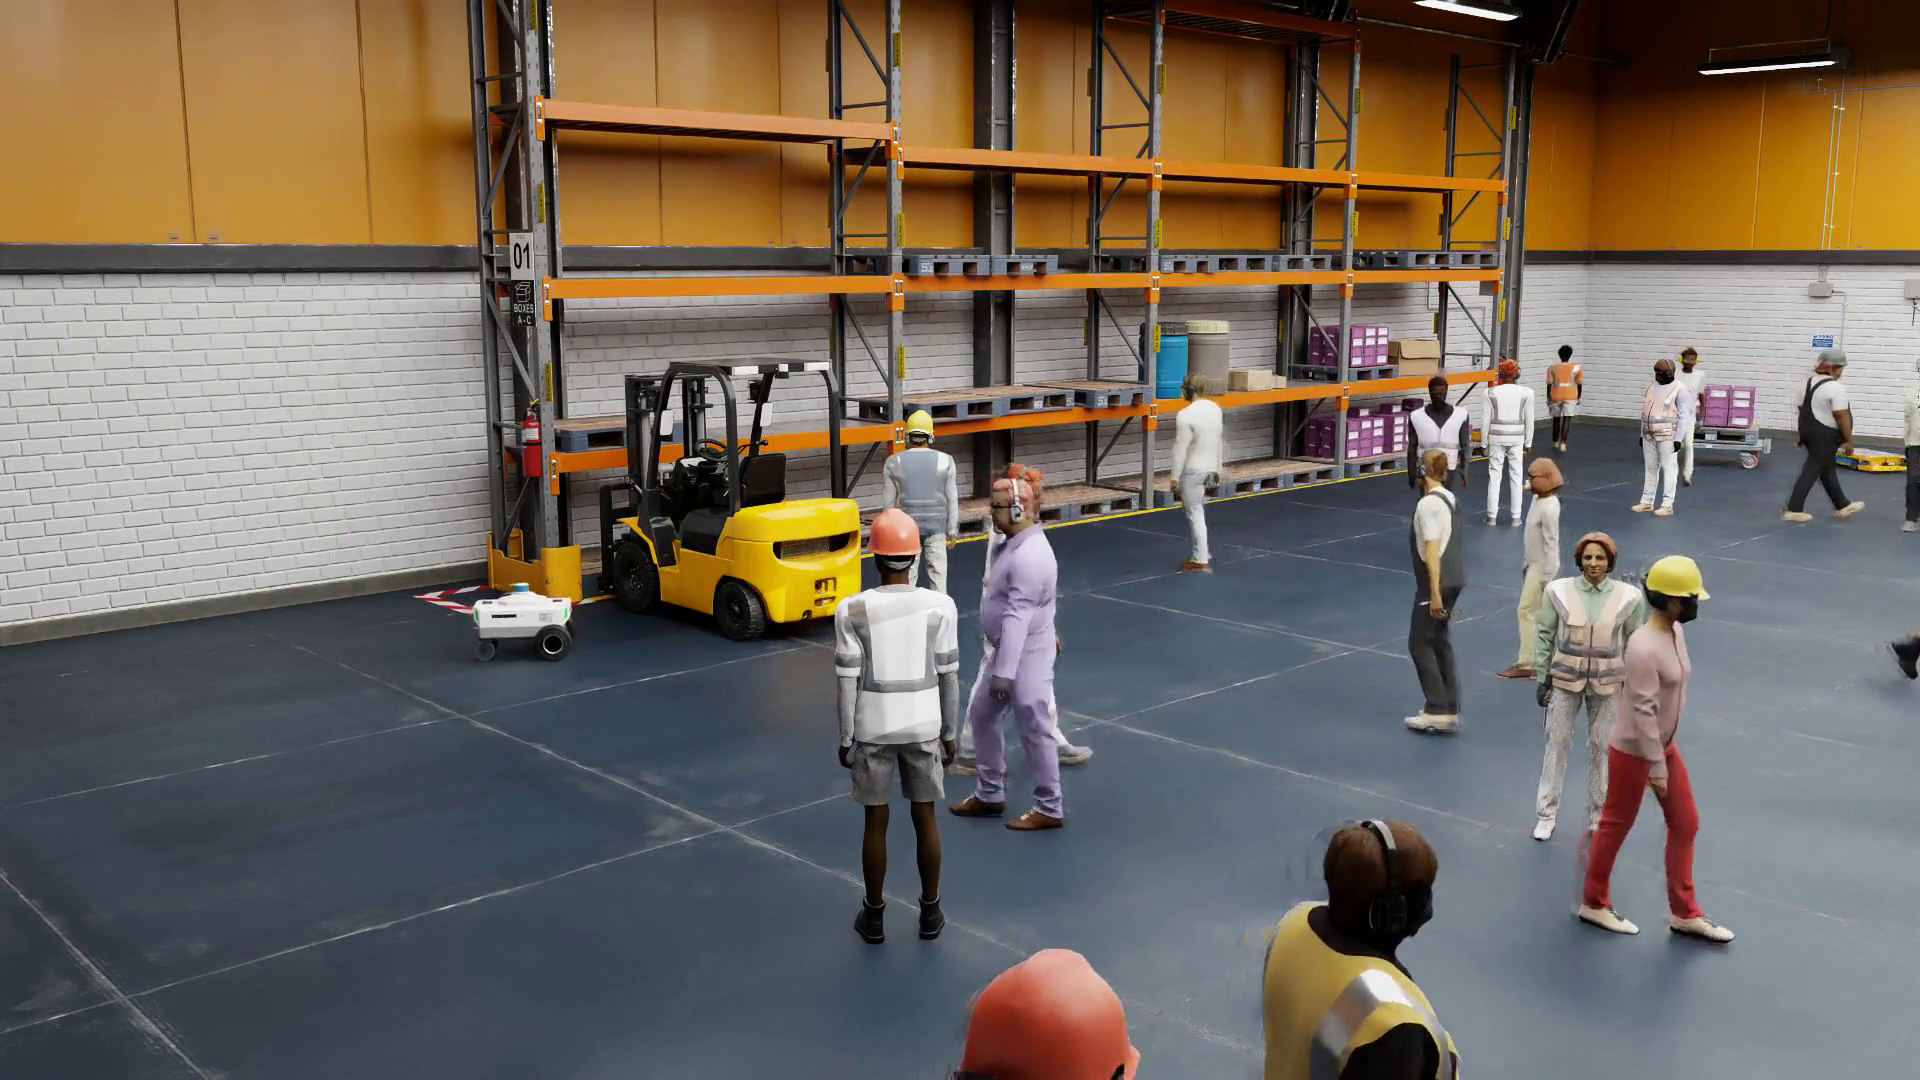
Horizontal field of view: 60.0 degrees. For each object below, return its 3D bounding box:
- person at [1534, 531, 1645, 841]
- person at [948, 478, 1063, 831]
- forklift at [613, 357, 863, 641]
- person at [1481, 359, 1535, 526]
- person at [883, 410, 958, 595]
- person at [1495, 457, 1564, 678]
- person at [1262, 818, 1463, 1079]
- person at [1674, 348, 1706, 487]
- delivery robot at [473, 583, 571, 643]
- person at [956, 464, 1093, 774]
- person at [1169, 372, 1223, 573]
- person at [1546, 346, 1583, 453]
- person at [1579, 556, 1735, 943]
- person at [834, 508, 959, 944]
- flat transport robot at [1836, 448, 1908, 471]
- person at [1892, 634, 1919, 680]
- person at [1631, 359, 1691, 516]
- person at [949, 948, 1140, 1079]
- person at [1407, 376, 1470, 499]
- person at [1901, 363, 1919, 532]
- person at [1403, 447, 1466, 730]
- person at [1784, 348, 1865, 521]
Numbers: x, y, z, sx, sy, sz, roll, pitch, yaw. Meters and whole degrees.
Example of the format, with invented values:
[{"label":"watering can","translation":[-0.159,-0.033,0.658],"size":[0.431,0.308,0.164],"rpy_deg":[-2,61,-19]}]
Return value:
[{"label":"person","translation":[3.238,0.761,8.590],"size":[0.514,1.641,0.315],"rpy_deg":[3,10,18]},{"label":"person","translation":[0.217,0.614,8.766],"size":[0.743,1.880,0.658],"rpy_deg":[-1,10,-4]},{"label":"forklift","translation":[-1.847,-0.414,13.852],"size":[1.214,2.155,2.313],"rpy_deg":[-9,13,-42]},{"label":"person","translation":[6.154,-1.092,18.735],"size":[0.574,1.882,0.356],"rpy_deg":[2,10,13]},{"label":"person","translation":[-0.307,-0.104,13.096],"size":[0.586,1.833,0.403],"rpy_deg":[0,10,-2]},{"label":"person","translation":[4.231,0.208,11.913],"size":[0.634,1.613,0.511],"rpy_deg":[2,10,12]},{"label":"person","translation":[0.837,1.498,3.775],"size":[0.812,1.819,0.625],"rpy_deg":[-2,10,-13]},{"label":"person","translation":[9.557,-1.617,22.004],"size":[0.520,1.816,0.954],"rpy_deg":[4,11,23]},{"label":"delivery robot","translation":[-3.315,0.568,12.606],"size":[0.707,0.478,0.477],"rpy_deg":[-2,10,-10]},{"label":"person","translation":[0.399,0.474,9.663],"size":[0.932,1.839,0.587],"rpy_deg":[0,10,0]},{"label":"person","translation":[2.229,-0.642,15.950],"size":[0.493,1.925,0.640],"rpy_deg":[8,13,40]},{"label":"person","translation":[9.393,-2.194,25.865],"size":[0.537,1.650,0.885],"rpy_deg":[5,11,27]},{"label":"person","translation":[3.107,0.931,7.282],"size":[0.750,1.734,0.548],"rpy_deg":[9,13,41]},{"label":"person","translation":[-0.279,0.823,7.348],"size":[0.547,1.942,0.350],"rpy_deg":[-1,10,-8]},{"label":"flat transport robot","translation":[12.950,-1.170,23.904],"size":[0.652,0.197,1.431],"rpy_deg":[-1,10,-7]},{"label":"person","translation":[7.046,0.130,11.533],"size":[0.813,1.910,0.545],"rpy_deg":[3,10,20]},{"label":"person","translation":[8.238,-1.208,19.555],"size":[0.429,1.838,0.622],"rpy_deg":[-4,11,-24]},{"label":"person","translation":[0.165,1.605,2.625],"size":[0.618,1.983,1.052],"rpy_deg":[8,13,40]},{"label":"person","translation":[4.746,-0.709,16.575],"size":[0.588,1.868,1.031],"rpy_deg":[1,10,5]},{"label":"person","translation":[10.817,-1.085,18.498],"size":[0.965,1.953,0.621],"rpy_deg":[-9,13,-43]},{"label":"person","translation":[3.074,0.312,10.742],"size":[0.455,1.803,0.551],"rpy_deg":[8,12,38]},{"label":"person","translation":[9.969,-1.223,19.037],"size":[1.030,2.000,0.704],"rpy_deg":[0,10,-1]}]
